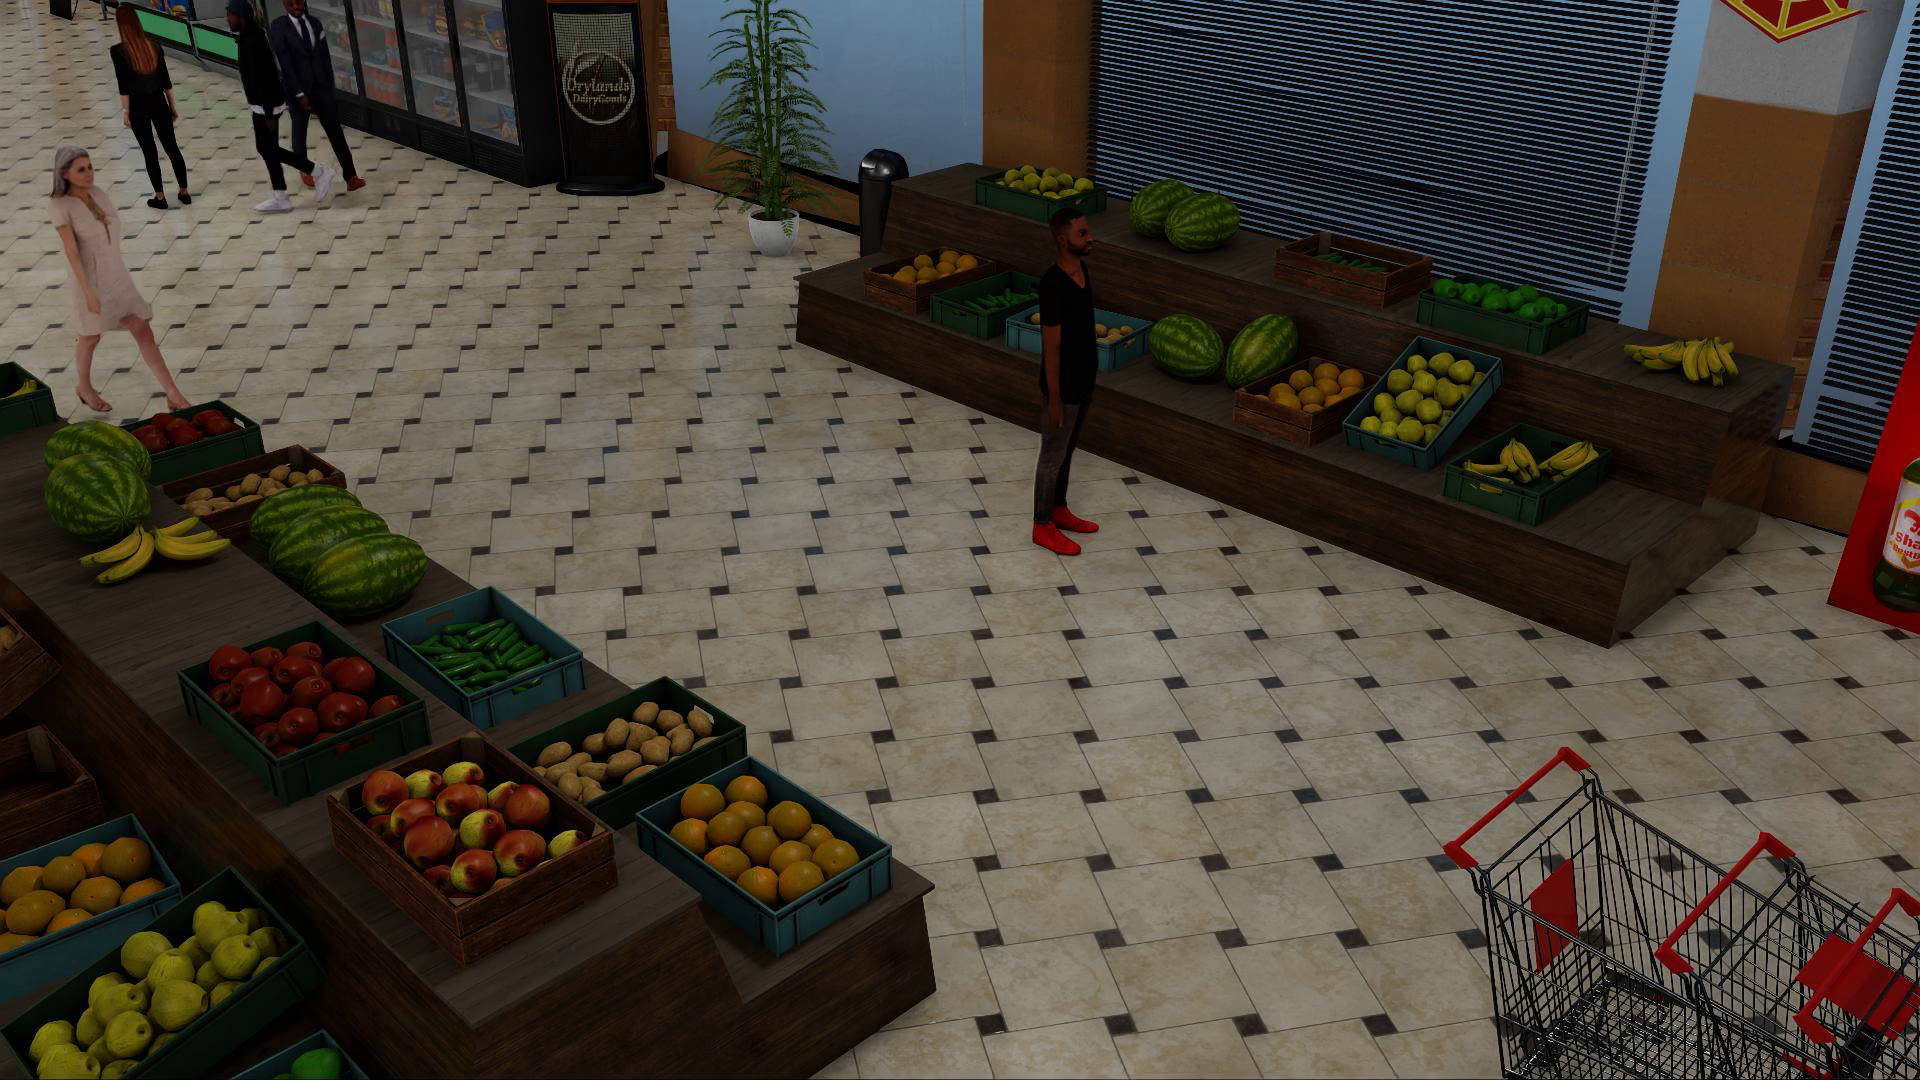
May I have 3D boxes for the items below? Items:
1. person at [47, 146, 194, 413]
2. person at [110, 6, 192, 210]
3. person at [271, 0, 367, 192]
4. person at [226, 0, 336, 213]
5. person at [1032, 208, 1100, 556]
[{"bbox_3d":[-5.254,-1.490,10.025,1.251,1.678,0.988,8,28,16],"label":"person"},{"bbox_3d":[-7.052,-3.756,14.460,0.514,1.708,0.603,24,36,39],"label":"person"},{"bbox_3d":[-5.880,-3.988,14.854,1.229,1.767,0.712,22,34,37],"label":"person"},{"bbox_3d":[-5.870,-3.714,14.282,0.970,1.794,1.004,-9,28,-18],"label":"person"},{"bbox_3d":[0.540,-0.827,8.578,0.667,1.805,0.716,11,29,20],"label":"person"}]
